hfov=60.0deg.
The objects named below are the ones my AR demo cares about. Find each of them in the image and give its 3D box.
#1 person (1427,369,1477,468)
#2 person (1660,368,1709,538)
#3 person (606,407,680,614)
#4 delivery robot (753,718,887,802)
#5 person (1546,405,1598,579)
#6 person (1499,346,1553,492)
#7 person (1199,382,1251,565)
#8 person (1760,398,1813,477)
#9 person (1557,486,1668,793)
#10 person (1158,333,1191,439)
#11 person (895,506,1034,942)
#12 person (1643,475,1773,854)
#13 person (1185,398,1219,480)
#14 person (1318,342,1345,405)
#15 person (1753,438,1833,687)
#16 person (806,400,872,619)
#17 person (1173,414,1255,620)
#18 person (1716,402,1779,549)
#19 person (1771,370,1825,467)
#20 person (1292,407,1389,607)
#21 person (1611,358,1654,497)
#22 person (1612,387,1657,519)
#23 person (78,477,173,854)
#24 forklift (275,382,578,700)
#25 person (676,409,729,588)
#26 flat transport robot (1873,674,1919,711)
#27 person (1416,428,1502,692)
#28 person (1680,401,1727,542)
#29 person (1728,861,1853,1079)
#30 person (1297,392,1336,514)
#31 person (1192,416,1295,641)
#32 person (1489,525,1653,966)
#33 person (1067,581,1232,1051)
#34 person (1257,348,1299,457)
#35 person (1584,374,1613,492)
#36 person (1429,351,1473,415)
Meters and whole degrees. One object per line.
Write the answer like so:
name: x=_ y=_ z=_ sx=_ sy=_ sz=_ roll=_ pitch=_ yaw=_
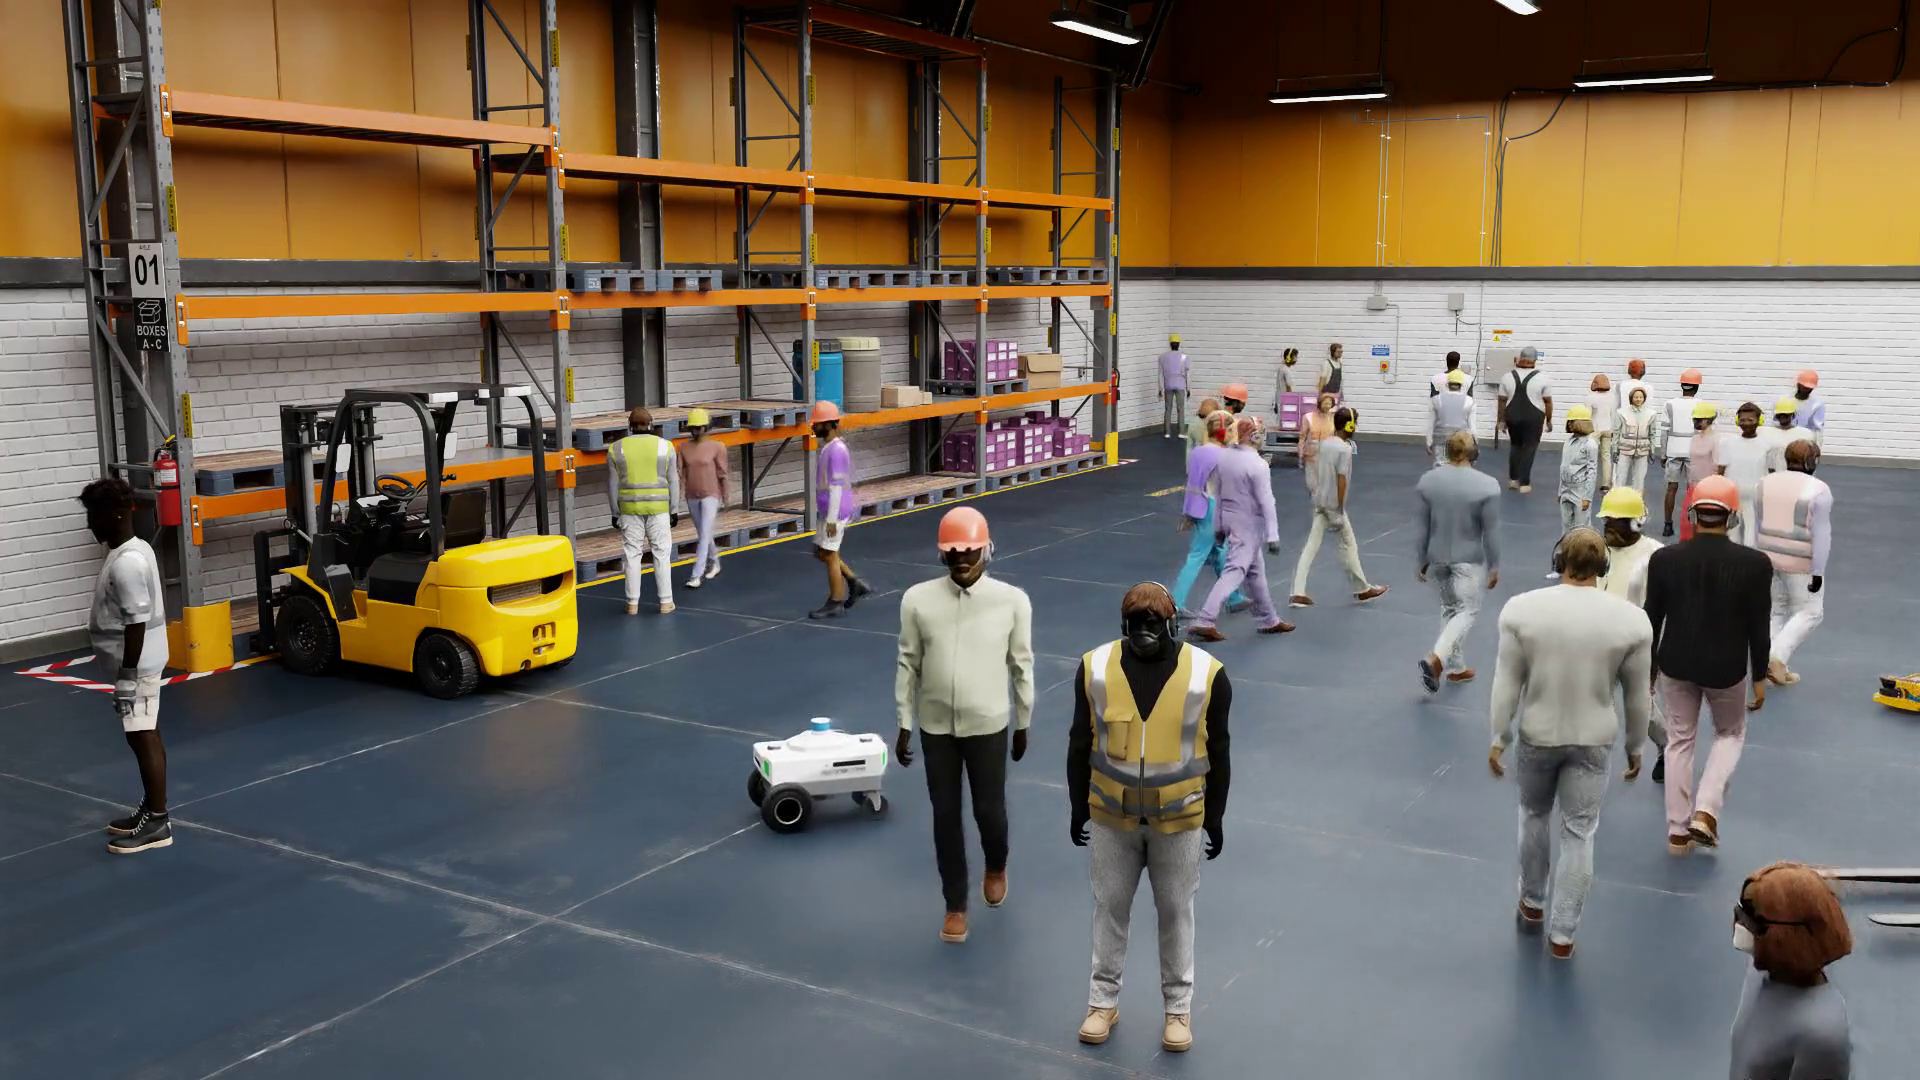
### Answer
person: x=6.203 y=-1.251 z=20.992 sx=0.602 sy=1.810 sz=0.654 roll=3 pitch=10 yaw=18
person: x=8.275 y=-0.988 z=18.964 sx=0.551 sy=1.937 sz=0.357 roll=7 pitch=11 yaw=36
person: x=-2.789 y=-0.254 z=14.702 sx=0.623 sy=1.839 sz=0.429 roll=-1 pitch=9 yaw=-8
delivery robot: x=-0.767 y=1.224 z=9.169 sx=0.707 sy=0.478 sz=0.477 roll=-3 pitch=9 yaw=-17
person: x=5.977 y=-0.445 z=16.179 sx=0.297 sy=1.744 sz=0.487 roll=-3 pitch=9 yaw=-15
person: x=7.888 y=-1.693 z=23.040 sx=0.694 sy=2.000 sz=0.785 roll=7 pitch=12 yaw=39
person: x=2.694 y=-0.677 z=17.135 sx=0.623 sy=1.895 sz=0.569 roll=-3 pitch=10 yaw=-21
person: x=8.681 y=-0.643 z=17.523 sx=0.535 sy=1.708 sz=0.944 roll=4 pitch=10 yaw=24
person: x=3.866 y=0.579 z=9.606 sx=0.808 sy=1.805 sz=0.597 roll=-5 pitch=10 yaw=-29
person: x=3.912 y=-2.802 z=30.325 sx=0.593 sy=1.923 sz=0.384 roll=2 pitch=9 yaw=12
person: x=0.017 y=0.818 z=7.562 sx=0.620 sy=1.978 sz=0.496 roll=1 pitch=9 yaw=9
person: x=3.836 y=0.651 z=8.583 sx=0.639 sy=1.977 sz=0.439 roll=6 pitch=11 yaw=34
person: x=2.816 y=-0.780 z=18.692 sx=0.520 sy=1.615 sz=0.602 roll=9 pitch=13 yaw=44
person: x=6.433 y=-2.512 z=28.824 sx=0.560 sy=1.825 sz=0.407 roll=-9 pitch=13 yaw=-44
person: x=5.971 y=0.180 z=12.011 sx=0.534 sy=1.831 sz=0.631 roll=-4 pitch=10 yaw=-25
person: x=-1.088 y=-0.255 z=14.466 sx=0.489 sy=1.923 sz=0.541 roll=-2 pitch=9 yaw=-13
person: x=2.202 y=-0.194 z=14.493 sx=0.965 sy=1.794 sz=0.556 roll=-3 pitch=9 yaw=-16
person: x=7.121 y=-0.335 z=15.156 sx=0.517 sy=1.850 sz=0.433 roll=7 pitch=11 yaw=36
person: x=9.960 y=-1.095 z=19.823 sx=0.560 sy=1.871 sz=0.810 roll=4 pitch=10 yaw=23
person: x=3.405 y=-0.296 z=15.040 sx=0.993 sy=1.805 sz=0.550 roll=-4 pitch=10 yaw=-22
person: x=9.037 y=-1.497 z=22.337 sx=0.391 sy=1.887 sz=0.580 roll=-7 pitch=12 yaw=-38
person: x=8.199 y=-1.046 z=20.250 sx=0.514 sy=1.642 sz=0.310 roll=1 pitch=9 yaw=7
person: x=-4.341 y=0.643 z=8.701 sx=0.368 sy=1.963 sz=0.603 roll=-4 pitch=10 yaw=-23
forklift: x=-3.974 y=-0.067 z=12.417 sx=2.313 sy=2.155 sz=1.214 roll=5 pitch=11 yaw=30
person: x=-2.514 y=-0.419 z=16.103 sx=0.542 sy=1.714 sz=0.930 roll=3 pitch=9 yaw=16
flat transport robot: x=7.028 y=1.092 z=11.167 sx=0.652 sy=0.197 sz=1.431 roll=-7 pitch=12 yaw=-37
person: x=3.540 y=0.153 z=11.935 sx=0.635 sy=1.915 sz=0.813 roll=9 pitch=13 yaw=44
person: x=7.575 y=-0.533 z=16.758 sx=0.819 sy=1.731 sz=0.557 roll=-2 pitch=9 yaw=-10
person: x=2.055 y=1.564 z=4.045 sx=0.519 sy=1.620 sz=0.506 roll=1 pitch=9 yaw=7
person: x=4.320 y=-0.979 z=19.915 sx=0.525 sy=1.609 sz=0.717 roll=3 pitch=10 yaw=19
person: x=2.340 y=-0.093 z=13.653 sx=1.004 sy=1.860 sz=0.662 roll=-3 pitch=10 yaw=-18
person: x=2.718 y=0.870 z=7.426 sx=0.661 sy=1.913 sz=0.795 roll=3 pitch=10 yaw=20
person: x=0.722 y=1.064 z=6.455 sx=0.633 sy=1.841 sz=0.429 roll=2 pitch=9 yaw=13
person: x=5.213 y=-2.231 z=27.142 sx=0.894 sy=1.824 sz=0.517 roll=1 pitch=9 yaw=5
person: x=8.809 y=-1.474 z=22.934 sx=0.500 sy=1.636 sz=0.286 roll=-2 pitch=9 yaw=-10
person: x=6.920 y=-1.700 z=23.466 sx=0.600 sy=1.917 sz=0.377 roll=1 pitch=9 yaw=7
